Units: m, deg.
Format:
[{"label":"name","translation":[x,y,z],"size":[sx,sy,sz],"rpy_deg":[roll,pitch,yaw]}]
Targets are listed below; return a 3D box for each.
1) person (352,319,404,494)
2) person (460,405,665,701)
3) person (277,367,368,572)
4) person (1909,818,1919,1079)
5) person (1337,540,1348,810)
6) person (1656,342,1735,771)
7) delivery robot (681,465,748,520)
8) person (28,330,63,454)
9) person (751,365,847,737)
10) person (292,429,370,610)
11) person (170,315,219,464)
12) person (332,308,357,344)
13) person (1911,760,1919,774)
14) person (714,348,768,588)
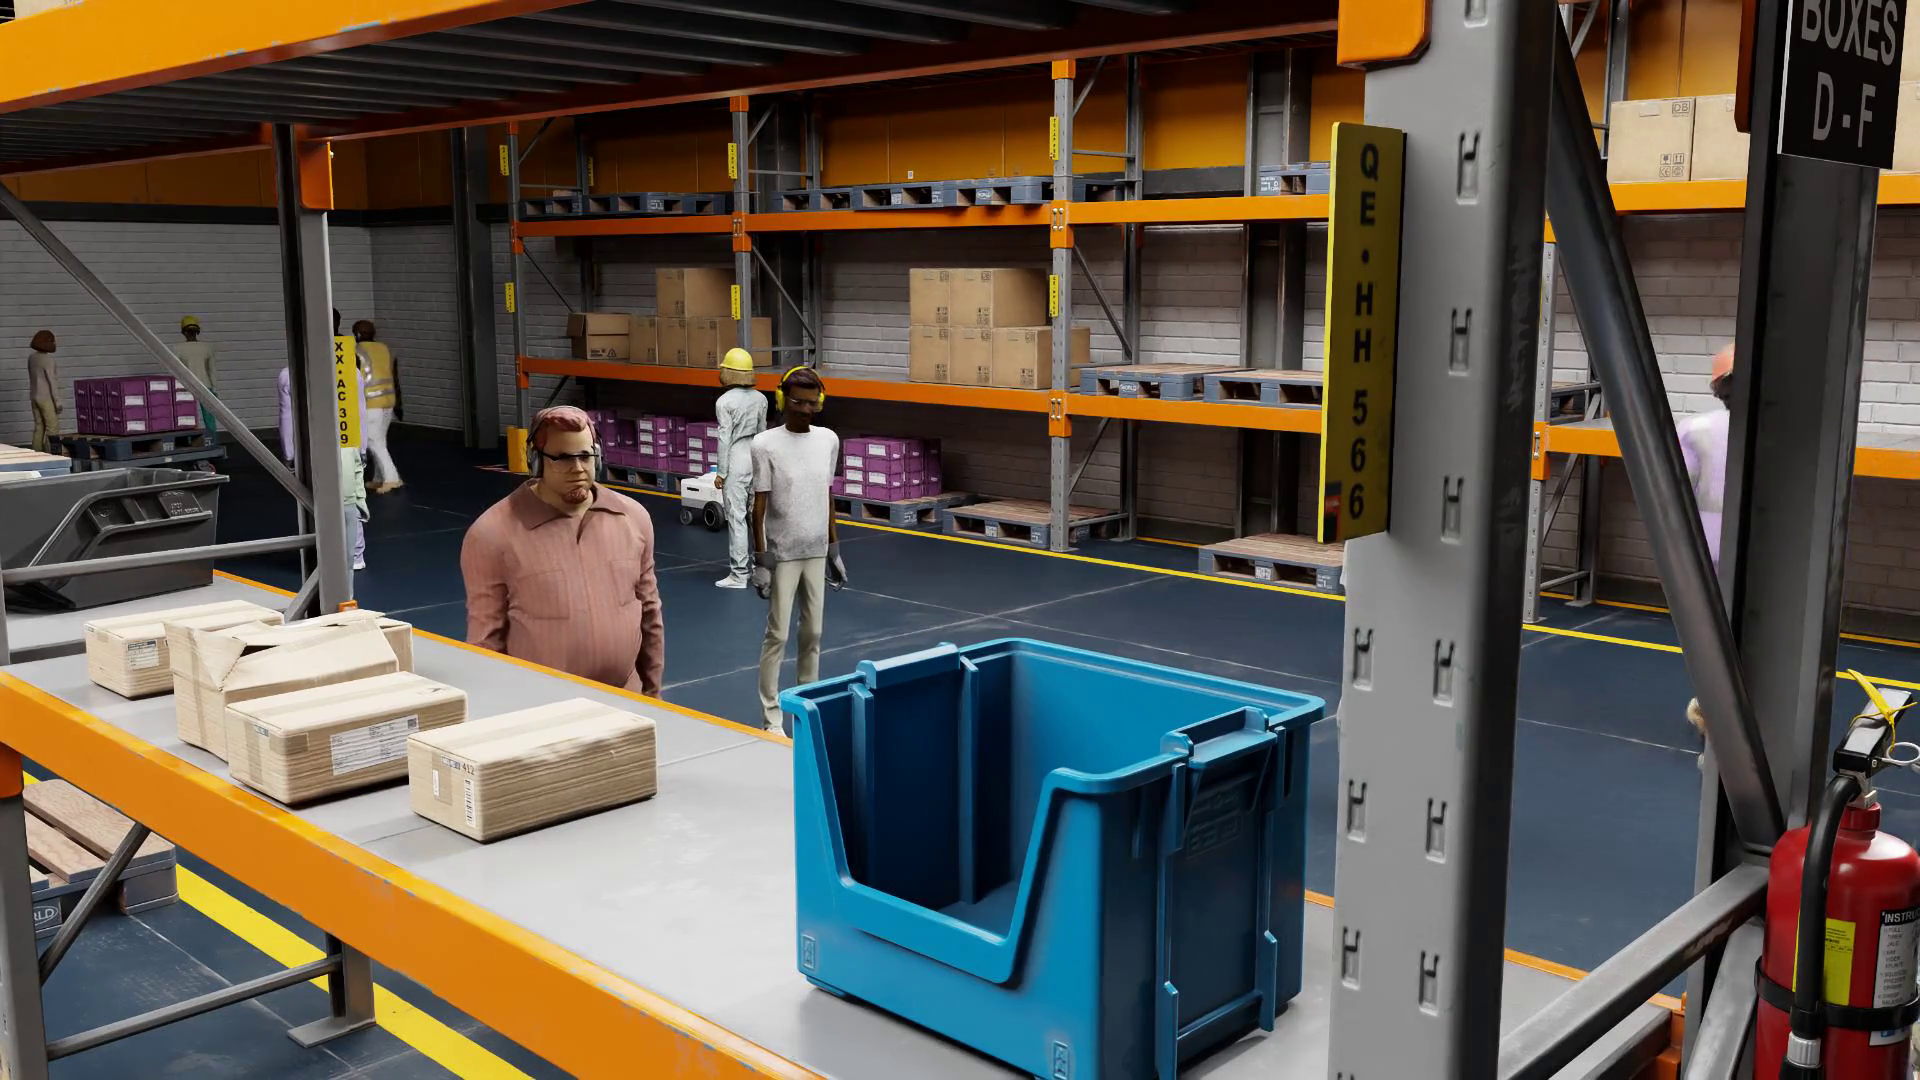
[{"label":"person","translation":[-6.017,-1.387,17.294],"size":[0.701,1.803,0.643],"rpy_deg":[4,10,24]},{"label":"person","translation":[-1.209,0.526,5.232],"size":[0.646,1.900,0.403],"rpy_deg":[-7,12,-38]},{"label":"person","translation":[-4.823,-0.682,12.625],"size":[0.639,1.902,0.407],"rpy_deg":[-5,11,-28]},{"label":"person","translation":[1.850,0.963,2.875],"size":[0.602,1.797,0.568],"rpy_deg":[-3,10,-18]},{"label":"person","translation":[1.766,0.236,6.879],"size":[0.377,1.940,0.628],"rpy_deg":[0,9,0]},{"label":"person","translation":[3.595,0.072,7.779],"size":[0.624,1.967,1.021],"rpy_deg":[4,10,21]},{"label":"delivery robot","translation":[-2.185,-0.429,14.900],"size":[0.477,0.478,0.707],"rpy_deg":[-9,13,-44]},{"label":"person","translation":[-10.370,-1.562,18.876],"size":[0.506,1.624,0.302],"rpy_deg":[6,11,34]},{"label":"person","translation":[-0.767,0.089,8.014],"size":[0.514,1.863,0.334],"rpy_deg":[-8,12,-40]},{"label":"person","translation":[-3.960,-0.205,10.514],"size":[0.285,1.633,0.500],"rpy_deg":[5,11,30]},{"label":"person","translation":[-9.130,-1.793,19.845],"size":[0.326,1.767,0.533],"rpy_deg":[9,13,44]},{"label":"person","translation":[-6.520,-1.464,17.361],"size":[0.593,1.920,0.391],"rpy_deg":[-2,9,-10]},{"label":"person","translation":[4.602,0.178,7.549],"size":[0.403,1.835,0.586],"rpy_deg":[9,13,44]},{"label":"person","translation":[-1.601,-0.522,12.117],"size":[0.285,1.746,0.491],"rpy_deg":[7,11,35]}]
